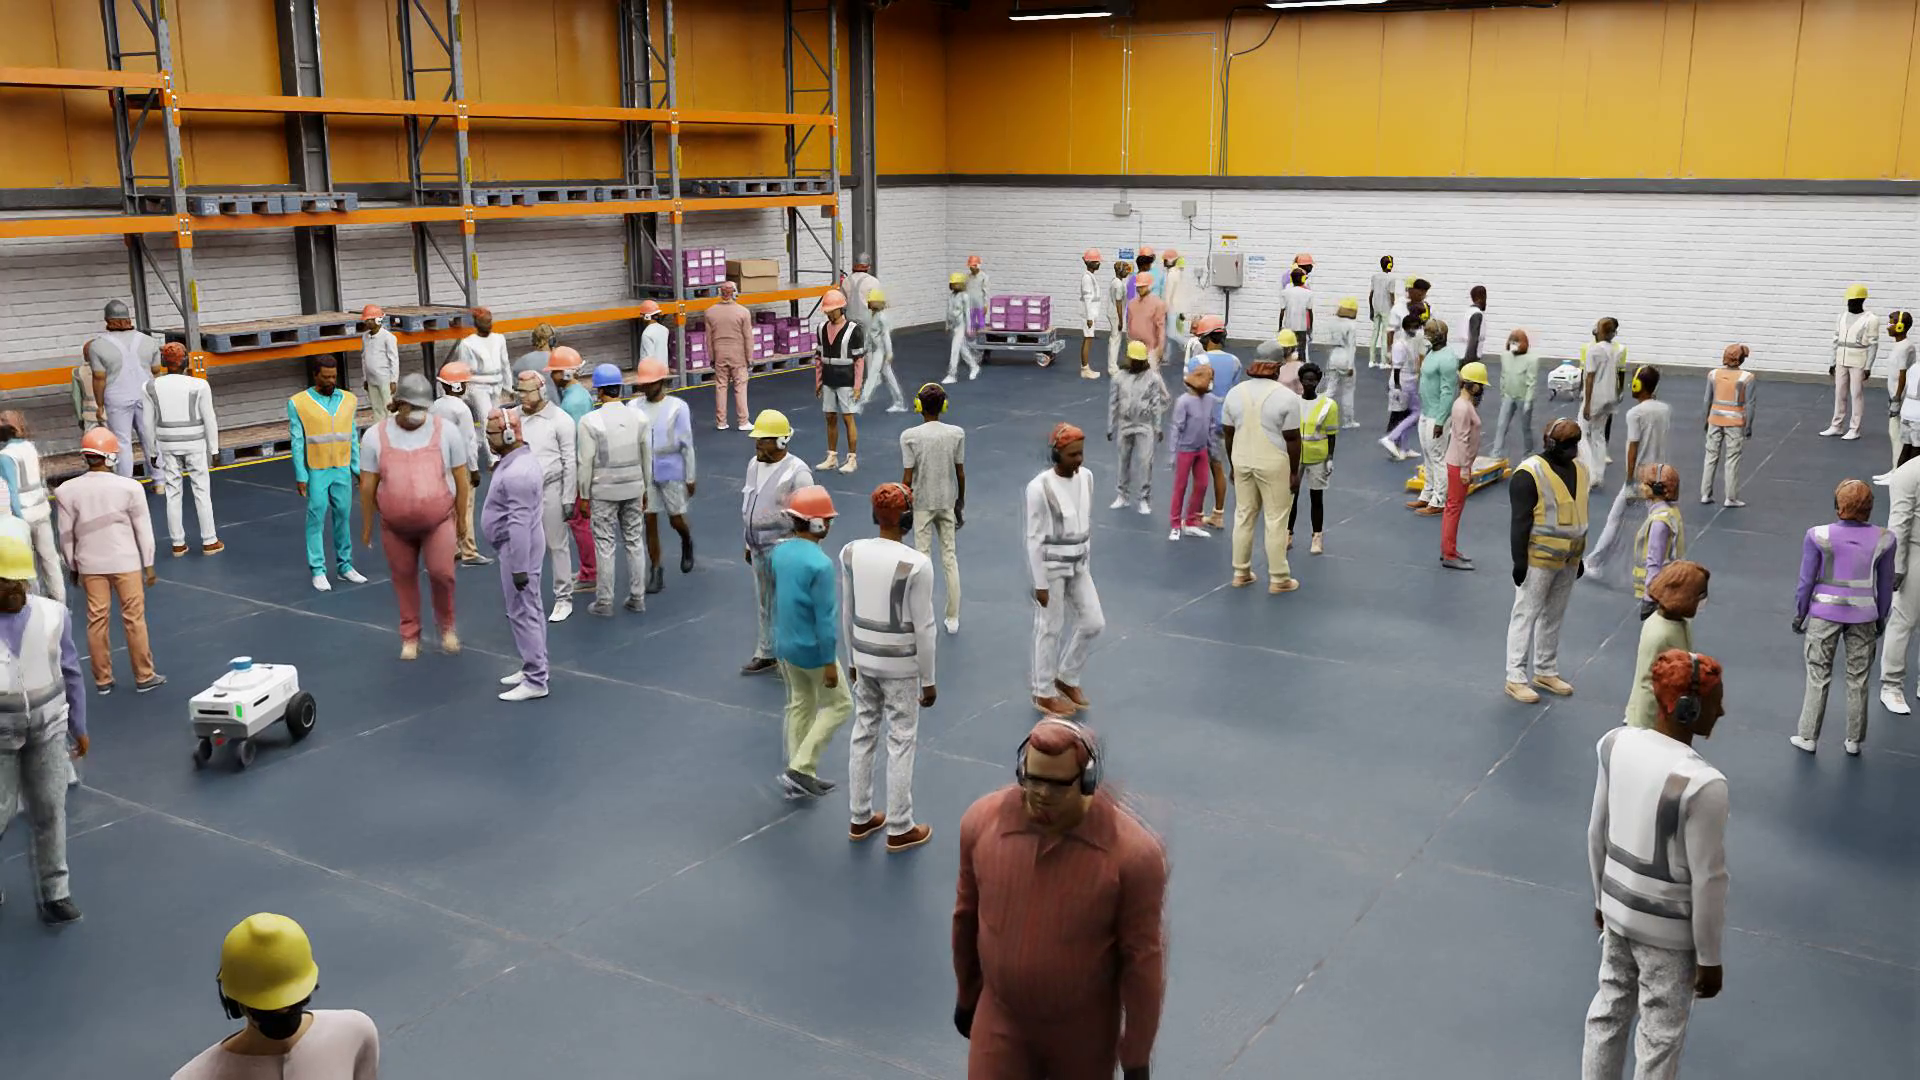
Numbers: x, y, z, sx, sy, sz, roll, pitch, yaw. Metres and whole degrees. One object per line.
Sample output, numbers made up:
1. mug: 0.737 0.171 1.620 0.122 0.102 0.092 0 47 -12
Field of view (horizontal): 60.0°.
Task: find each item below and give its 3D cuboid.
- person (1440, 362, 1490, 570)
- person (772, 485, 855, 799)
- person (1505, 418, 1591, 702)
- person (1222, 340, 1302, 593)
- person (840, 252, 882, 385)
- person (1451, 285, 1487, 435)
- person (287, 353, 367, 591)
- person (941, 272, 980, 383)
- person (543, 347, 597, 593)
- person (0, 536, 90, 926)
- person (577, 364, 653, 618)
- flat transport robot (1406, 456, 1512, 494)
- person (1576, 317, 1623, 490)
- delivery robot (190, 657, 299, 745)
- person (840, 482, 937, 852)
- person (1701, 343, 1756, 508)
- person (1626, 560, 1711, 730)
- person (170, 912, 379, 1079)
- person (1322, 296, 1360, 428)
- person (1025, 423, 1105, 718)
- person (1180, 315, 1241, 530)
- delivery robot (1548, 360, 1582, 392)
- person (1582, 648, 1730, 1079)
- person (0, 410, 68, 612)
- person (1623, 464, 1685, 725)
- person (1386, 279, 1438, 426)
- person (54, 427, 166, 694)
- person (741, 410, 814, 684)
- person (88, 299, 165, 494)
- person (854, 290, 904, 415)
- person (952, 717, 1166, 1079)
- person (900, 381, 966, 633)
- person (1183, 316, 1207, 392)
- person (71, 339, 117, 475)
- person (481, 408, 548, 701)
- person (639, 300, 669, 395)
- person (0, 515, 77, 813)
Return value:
1. person: 4.300 -0.637 14.185 0.325 1.762 0.524 3 13 14
2. person: -0.793 0.564 9.010 0.368 1.735 0.591 -9 15 -33
3. person: 3.804 0.122 10.718 0.634 1.839 0.429 -7 15 -29
4. person: 2.481 -0.604 13.424 0.673 2.000 0.536 11 17 40
5. person: -1.473 -3.418 25.630 0.681 2.000 0.535 8 15 30
6. person: 6.480 -2.280 21.084 0.440 1.861 0.688 2 13 7
7. person: -5.142 -0.564 13.529 0.390 1.916 0.587 11 17 38
8. person: 0.015 -3.324 25.944 0.805 1.716 0.490 -10 17 -38
9. person: -3.103 -0.566 13.393 0.406 1.985 0.622 -1 13 -6
10. person: -4.329 0.865 7.614 0.584 1.807 0.624 12 18 42
11. person: -2.622 -0.371 12.664 0.616 1.933 0.420 -11 17 -38
12. flat transport robot: 5.374 -0.728 17.842 0.652 0.197 1.431 9 16 35
13. person: 6.736 -1.426 17.508 0.597 1.806 0.467 -7 15 -29
14. delivery robot: -4.215 0.933 9.811 0.477 0.478 0.707 1 13 6
15. person: -0.357 0.638 8.407 0.579 1.876 0.349 10 16 36
16. person: 7.687 -1.146 16.659 0.314 1.638 0.516 -9 16 -35
17. person: 3.327 0.879 7.920 0.313 1.628 0.519 11 17 40
18. person: -1.593 1.710 3.991 0.328 1.767 0.530 12 18 43
19. person: 4.851 -2.272 21.379 0.704 1.706 0.488 -9 15 -33
20. person: 0.659 0.200 10.310 0.475 1.868 0.610 13 18 43
21. person: 2.321 -1.085 15.555 0.610 2.029 0.408 -9 16 -33
22. delivery robot: 8.774 -2.358 24.086 0.477 0.478 0.707 9 15 33
23. person: 2.337 1.283 5.583 0.358 1.885 0.572 -4 14 -16
24. person: -7.111 -0.177 12.485 0.661 1.609 0.541 -1 13 -4
25. person: 4.283 0.341 10.234 0.321 1.633 0.521 7 15 27
26. person: 5.937 -2.483 21.886 0.617 1.911 0.991 4 14 17
27. person: -5.535 0.136 10.847 0.564 1.751 0.342 -2 13 -7
28. person: -1.238 0.039 11.087 0.588 1.835 0.403 11 17 41
29. person: -8.573 -1.448 17.088 0.536 2.000 0.676 12 18 43
30. person: -1.153 -2.554 22.648 0.912 1.694 0.492 -4 14 -18
31. person: 0.249 1.439 4.903 0.677 1.879 0.683 5 14 19
32. person: -0.208 -0.224 12.159 0.519 1.868 0.328 -4 14 -18
33. person: 2.787 -1.827 19.634 0.313 1.634 0.514 0 13 1
34. person: -8.773 -1.230 17.024 0.522 1.637 0.306 -2 13 -7
35. person: -2.874 0.089 10.746 0.401 1.900 0.650 -3 13 -12
36. person: -3.750 -2.051 20.329 0.329 1.753 0.560 3 13 13
37. person: -5.080 0.536 8.848 0.389 1.897 0.680 0 13 1
